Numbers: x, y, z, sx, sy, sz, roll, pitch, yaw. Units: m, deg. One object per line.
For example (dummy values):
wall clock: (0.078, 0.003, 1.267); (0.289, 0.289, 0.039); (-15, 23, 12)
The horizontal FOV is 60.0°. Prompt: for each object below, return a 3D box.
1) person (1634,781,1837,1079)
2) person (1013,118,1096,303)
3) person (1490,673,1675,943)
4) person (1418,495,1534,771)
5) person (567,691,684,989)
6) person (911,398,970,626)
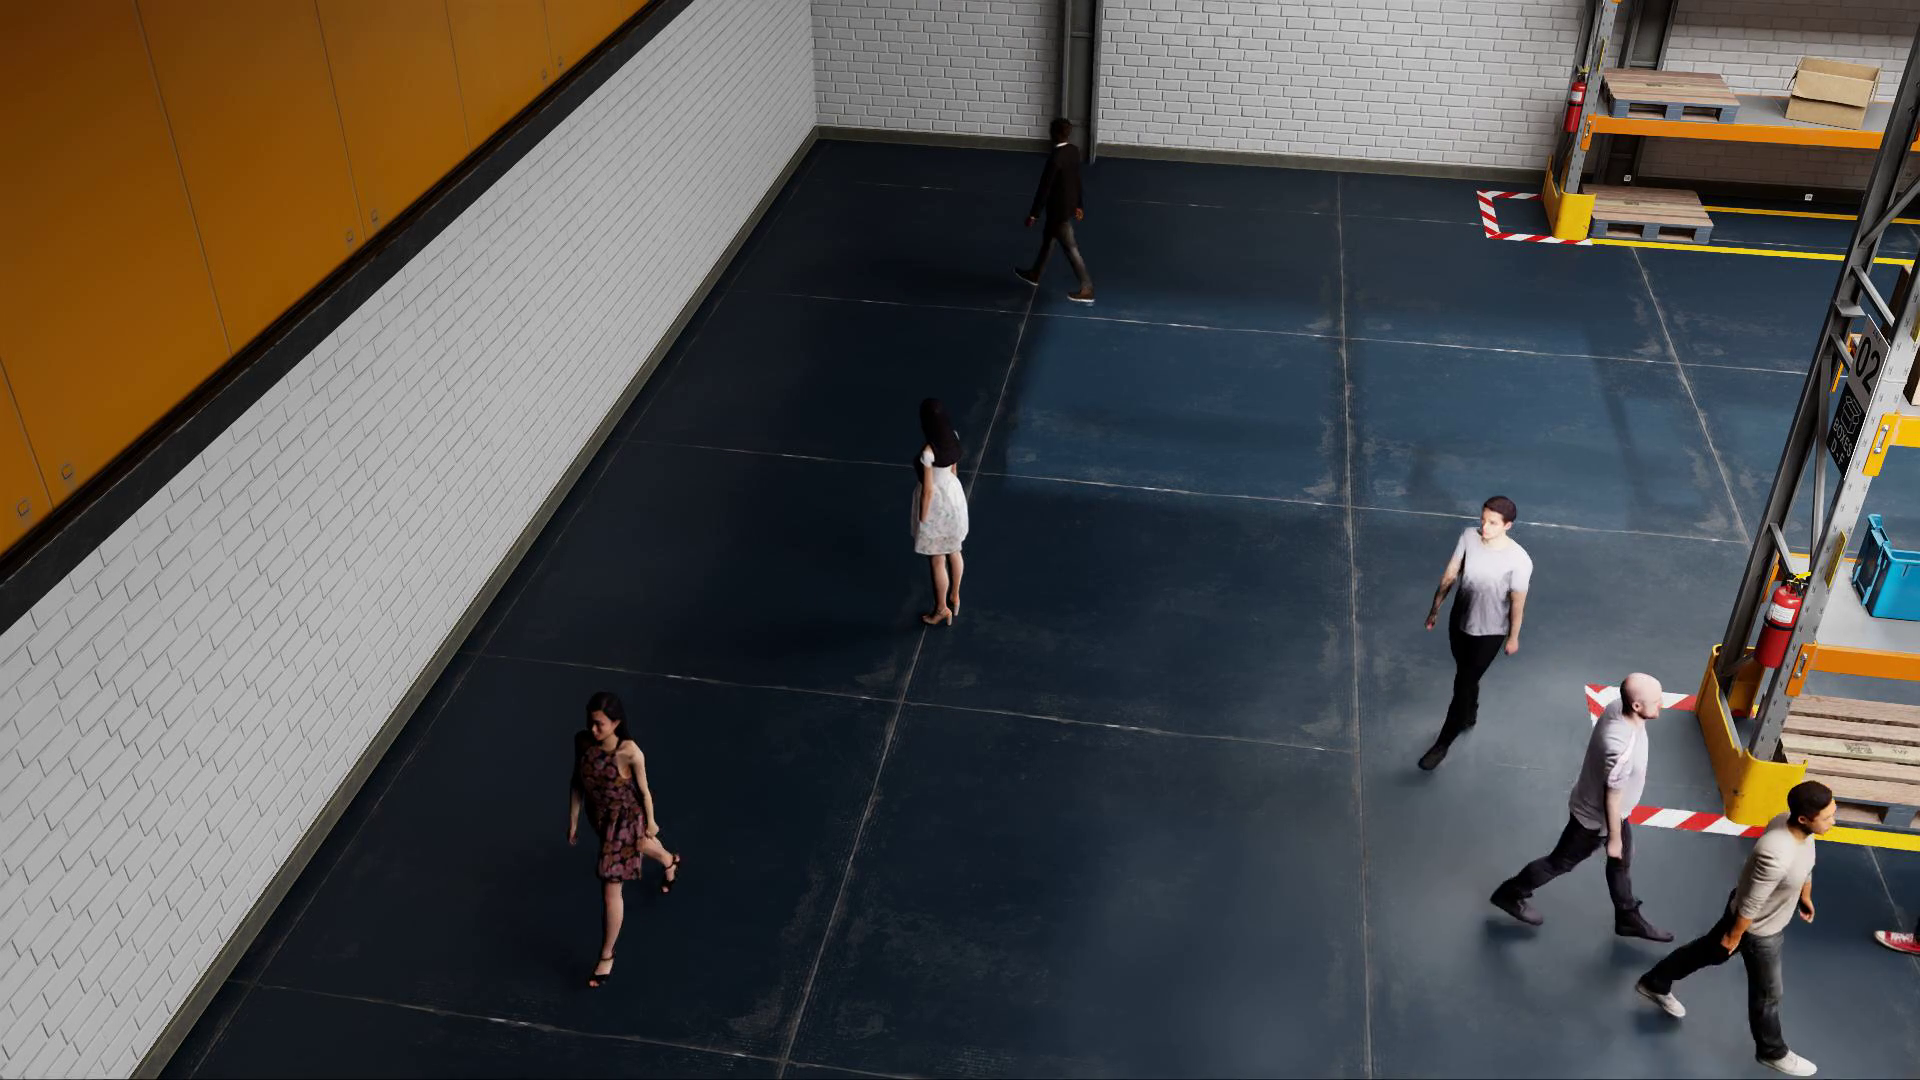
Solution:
person: (3.905, 1.850, 8.365); (1.248, 1.771, 0.959); (20, 38, 27)
person: (1.048, -3.075, 15.793); (1.231, 1.751, 0.877); (14, 36, 20)
person: (3.354, 1.440, 8.968); (1.289, 1.787, 0.937); (16, 37, 22)
person: (3.271, 0.504, 10.328); (1.082, 1.841, 1.025); (-21, 39, -28)
person: (-1.800, 1.480, 8.962); (1.185, 1.727, 0.929); (16, 37, 22)
person: (-0.142, -0.187, 11.427); (0.776, 1.773, 0.755); (21, 39, 28)
